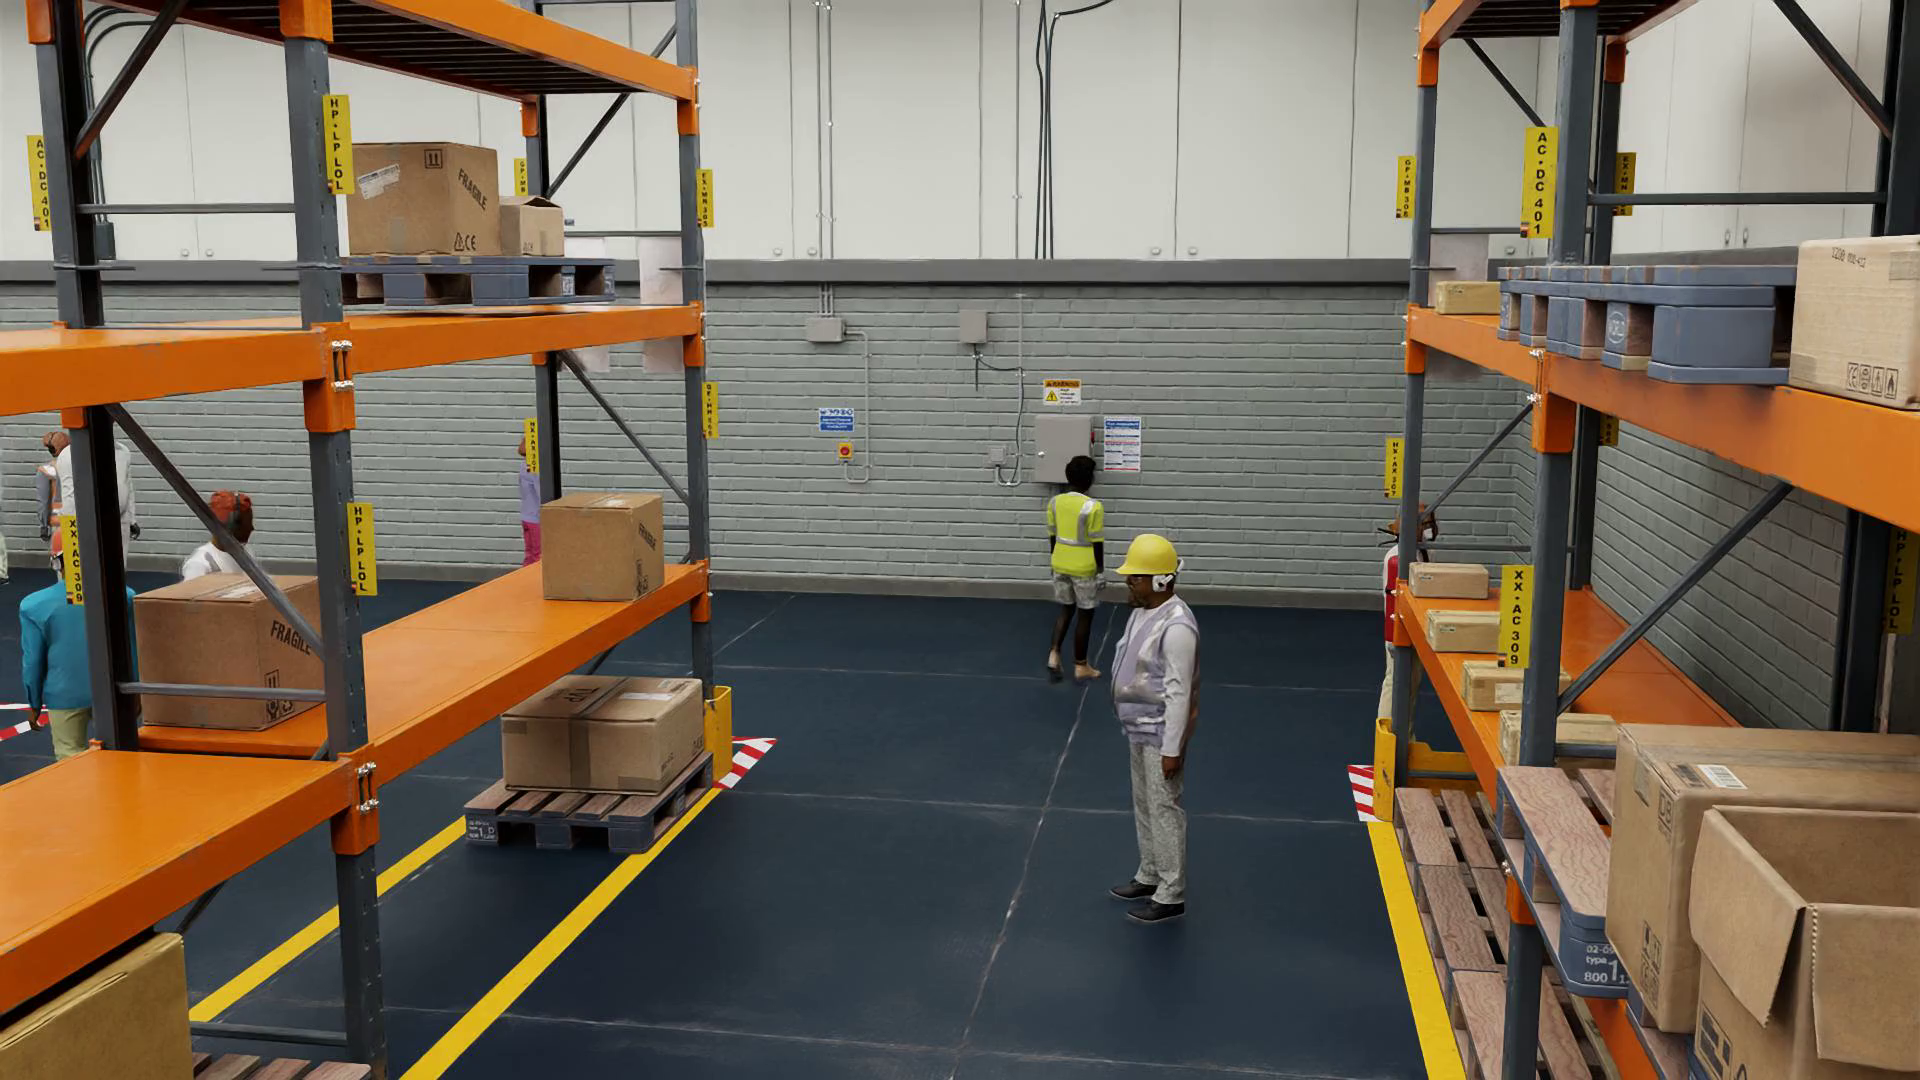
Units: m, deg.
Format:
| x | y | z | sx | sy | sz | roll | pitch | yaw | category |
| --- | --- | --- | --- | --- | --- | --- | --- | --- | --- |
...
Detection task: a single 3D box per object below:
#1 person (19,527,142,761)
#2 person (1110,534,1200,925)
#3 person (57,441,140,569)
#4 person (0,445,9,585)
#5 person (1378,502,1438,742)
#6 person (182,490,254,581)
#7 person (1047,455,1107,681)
| x | y | z | sx | sy | sz | roll | pitch | yaw | category |
| --- | --- | --- | --- | --- | --- | --- | --- | --- | --- |
| -4.517 | 0.778 | 8.582 | 0.568 | 1.750 | 0.342 | -7 | 12 | -39 | person |
| 0.906 | 0.874 | 7.775 | 0.403 | 1.827 | 0.603 | -2 | 9 | -10 | person |
| -7.106 | -0.147 | 13.815 | 0.399 | 1.910 | 0.643 | 5 | 10 | 27 | person |
| -9.446 | -0.413 | 15.980 | 0.574 | 1.738 | 0.352 | 4 | 10 | 21 | person |
| 2.760 | 0.576 | 10.198 | 0.285 | 1.633 | 0.499 | 9 | 13 | 44 | person |
| -3.988 | 0.675 | 8.889 | 0.388 | 1.872 | 0.744 | 1 | 9 | 4 | person |
| 0.852 | 0.218 | 12.251 | 0.414 | 1.693 | 0.536 | -8 | 12 | -41 | person |
